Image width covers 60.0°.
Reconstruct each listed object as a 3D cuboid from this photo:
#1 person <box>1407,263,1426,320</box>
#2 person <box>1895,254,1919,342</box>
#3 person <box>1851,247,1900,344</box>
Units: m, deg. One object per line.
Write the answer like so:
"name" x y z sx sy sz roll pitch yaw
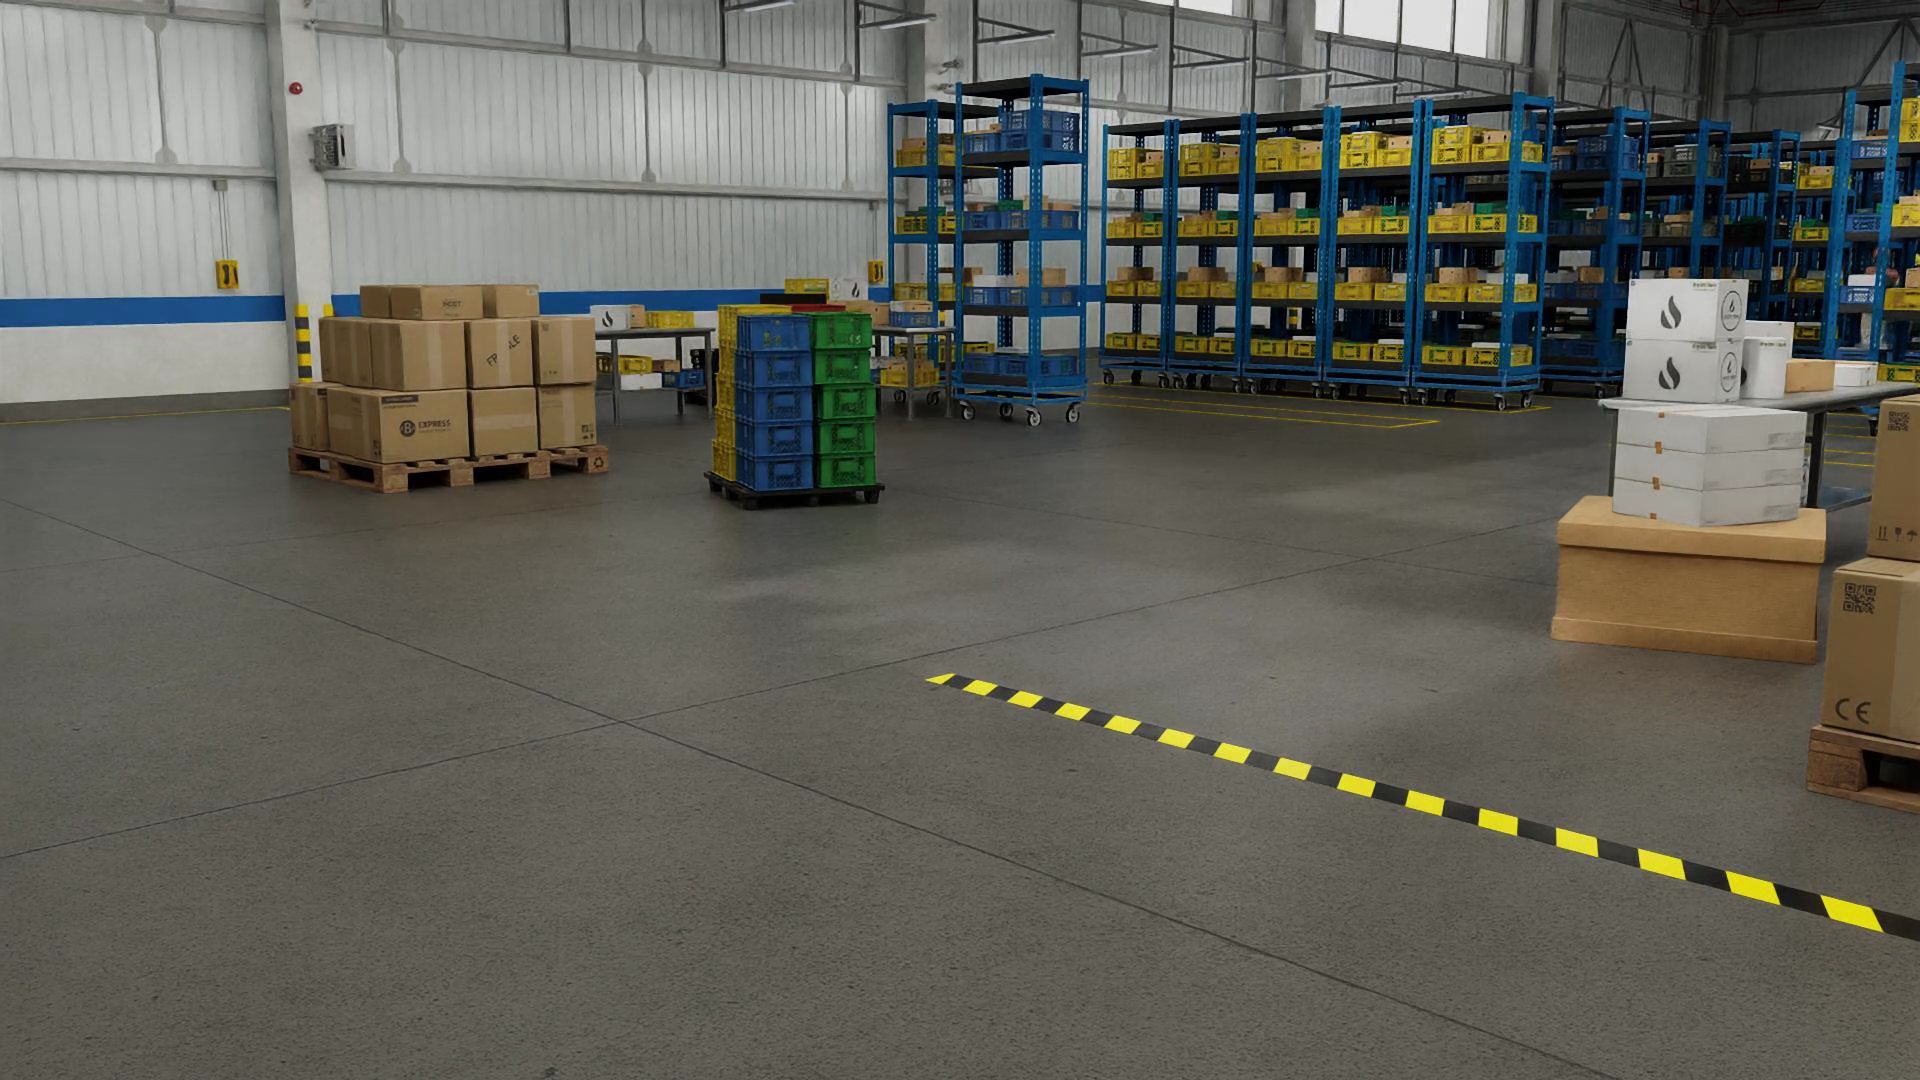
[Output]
"person" 8.870 -4.614 32.505 0.573 1.833 0.424 1 10 6
"person" 13.696 -3.210 24.057 0.403 1.834 0.587 5 11 28
"person" 14.089 -3.525 25.632 0.619 1.948 1.022 4 10 25
